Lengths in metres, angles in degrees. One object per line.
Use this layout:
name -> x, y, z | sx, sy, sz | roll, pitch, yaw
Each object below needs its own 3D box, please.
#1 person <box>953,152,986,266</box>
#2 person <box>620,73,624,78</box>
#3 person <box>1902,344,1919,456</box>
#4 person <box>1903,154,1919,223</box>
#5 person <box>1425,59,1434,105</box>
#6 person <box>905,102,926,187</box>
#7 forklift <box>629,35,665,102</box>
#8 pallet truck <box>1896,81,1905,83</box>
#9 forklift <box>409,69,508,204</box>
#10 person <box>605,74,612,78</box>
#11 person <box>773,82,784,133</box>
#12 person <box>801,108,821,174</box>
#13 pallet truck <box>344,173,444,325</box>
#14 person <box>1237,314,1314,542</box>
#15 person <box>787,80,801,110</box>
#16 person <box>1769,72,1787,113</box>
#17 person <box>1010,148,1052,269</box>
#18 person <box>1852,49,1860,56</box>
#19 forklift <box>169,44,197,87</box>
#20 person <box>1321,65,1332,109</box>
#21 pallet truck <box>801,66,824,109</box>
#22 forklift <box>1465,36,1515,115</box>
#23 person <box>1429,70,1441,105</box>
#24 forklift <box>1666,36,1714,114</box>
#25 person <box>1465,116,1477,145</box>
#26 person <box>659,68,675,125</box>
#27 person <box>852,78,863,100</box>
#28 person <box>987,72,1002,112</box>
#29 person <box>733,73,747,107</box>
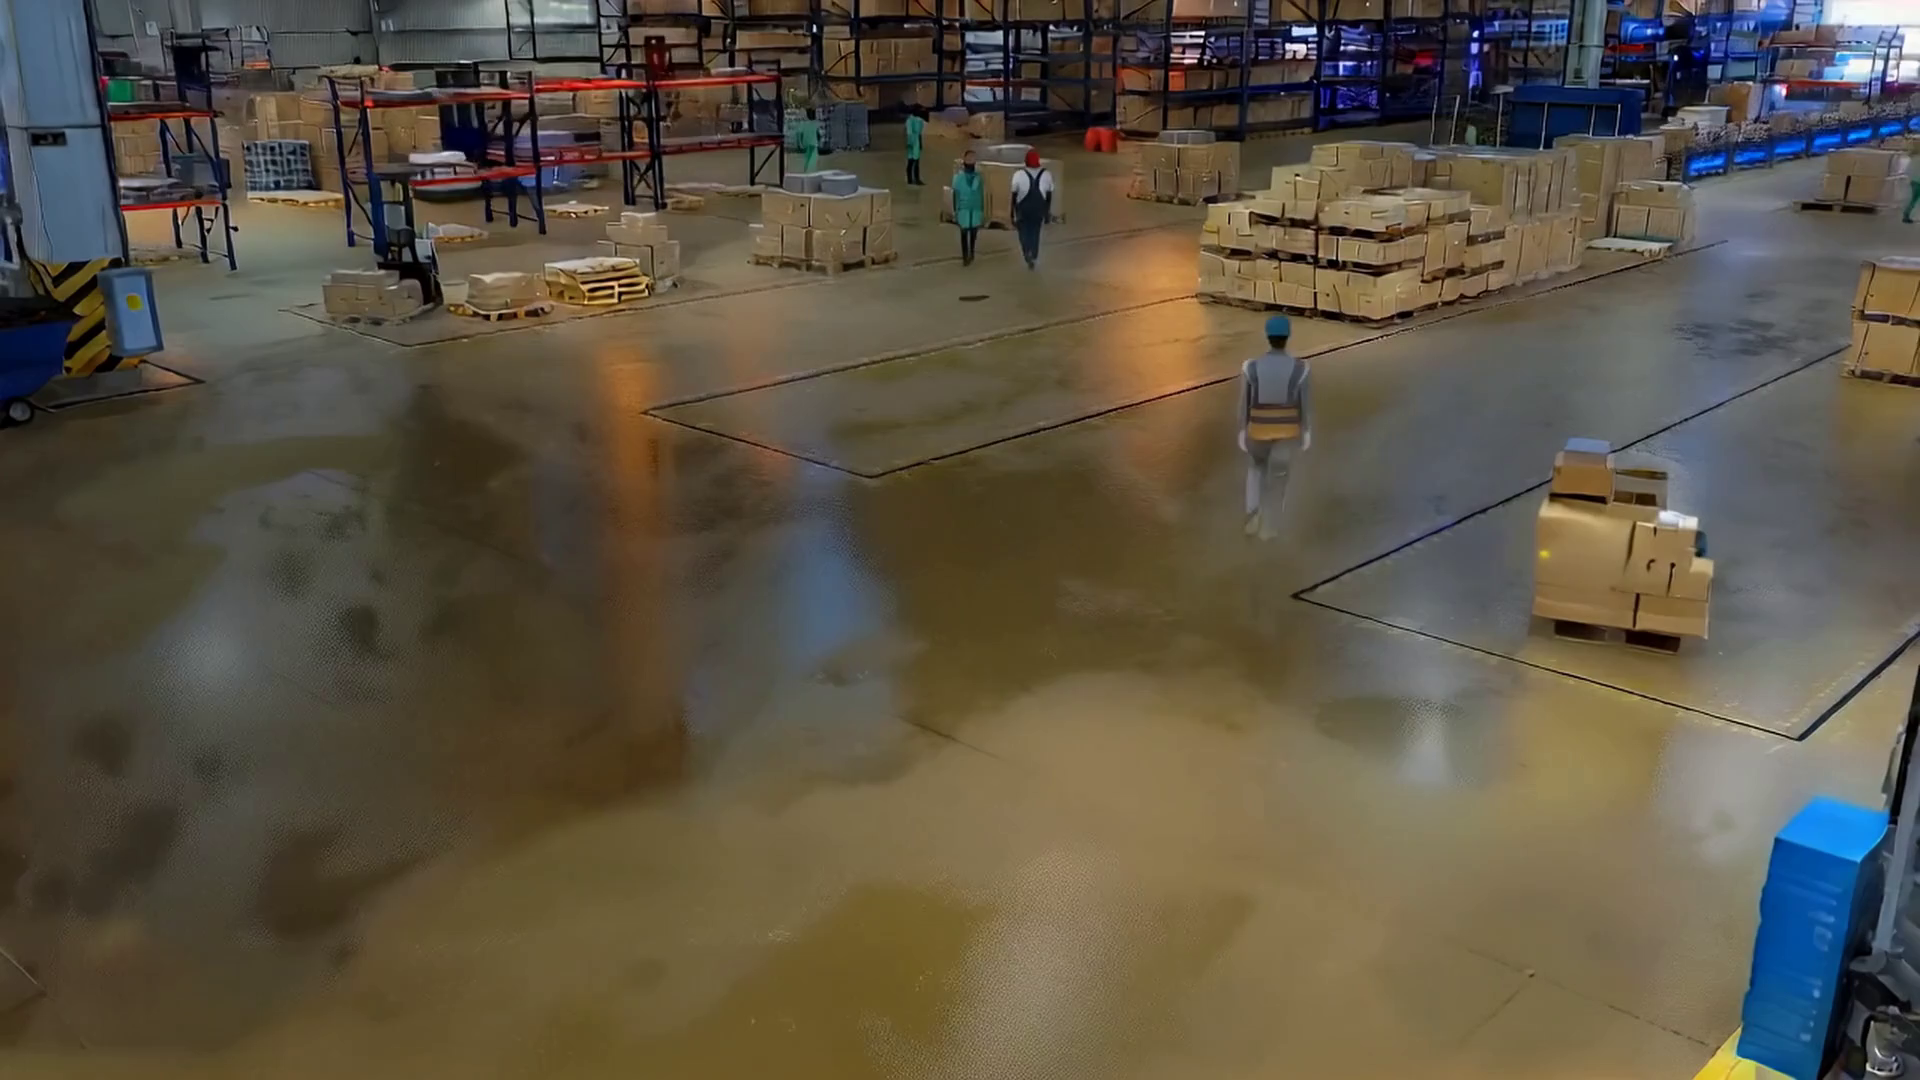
person -> 0.151, -5.647, 28.359 | 0.556, 1.883, 1.008 | 0, 18, -1
person -> -10.574, -13.656, 52.323 | 0.391, 1.986, 0.609 | 9, 20, 25
person -> 9.816, -1.766, 16.699 | 0.792, 1.851, 0.596 | -4, 19, -12
person -> 19.330, -7.199, 33.458 | 0.651, 1.603, 0.567 | -3, 19, -10
person -> 18.570, -17.938, 65.383 | 0.765, 1.880, 0.651 | -16, 24, -40
person -> -1.077, -9.391, 39.503 | 0.368, 1.965, 0.609 | -11, 21, -30
forklift -> -11.553, -17.681, 63.053 | 1.129, 2.768, 1.873 | 17, 25, 41
pallet truck -> 34.802, -16.331, 61.455 | 0.653, 1.274, 1.630 | 17, 25, 41
forklift -> -11.111, -8.910, 36.625 | 1.129, 2.768, 1.873 | 17, 25, 41
person -> -11.199, -13.889, 53.155 | 0.888, 1.901, 0.650 | 6, 19, 17
person -> -5.791, -14.017, 53.897 | 0.720, 1.673, 0.536 | 2, 19, 7
person -> -3.581, -9.403, 39.791 | 0.523, 1.813, 1.013 | -10, 21, -27
pallet truck -> -8.209, -4.181, 23.757 | 0.823, 1.965, 1.885 | 3, 19, 9
person -> 2.677, -0.947, 14.126 | 0.630, 1.931, 0.467 | 6, 19, 18
person -> -5.495, -14.362, 54.997 | 0.520, 1.636, 0.312 | 11, 21, 29
person -> 25.566, -13.574, 52.002 | 0.389, 2.034, 0.605 | -7, 20, -20
person -> 1.188, -5.546, 27.803 | 0.687, 2.000, 0.844 | -4, 19, -11
person -> 40.202, -21.148, 74.882 | 0.623, 1.992, 0.396 | -12, 22, -31
forklift -> -24.644, -14.331, 52.958 | 1.129, 2.768, 1.873 | 17, 25, 41
person -> 13.840, -16.952, 62.596 | 0.524, 1.769, 0.314 | 13, 22, 34
pallet truck -> -4.812, -15.182, 56.903 | 0.823, 1.965, 1.885 | -9, 21, -26
forklift -> 19.973, -17.201, 61.605 | 1.873, 2.768, 1.129 | 16, 24, 40
person -> 17.297, -16.223, 60.520 | 0.559, 1.680, 0.377 | -16, 24, -40
forklift -> 27.341, -17.291, 61.877 | 1.129, 2.768, 1.873 | 17, 25, 41
person -> 12.306, -9.364, 39.945 | 0.541, 1.621, 0.517 | 6, 19, 18
person -> -10.164, -15.254, 57.242 | 0.724, 1.923, 0.555 | 12, 22, 33
person -> -3.162, -13.259, 51.242 | 0.391, 1.914, 0.587 | 2, 19, 7
person -> 1.264, -15.989, 59.883 | 0.891, 1.649, 0.540 | -15, 24, -38
person -> -7.328, -14.377, 54.658 | 1.013, 1.899, 0.643 | -6, 19, -19
